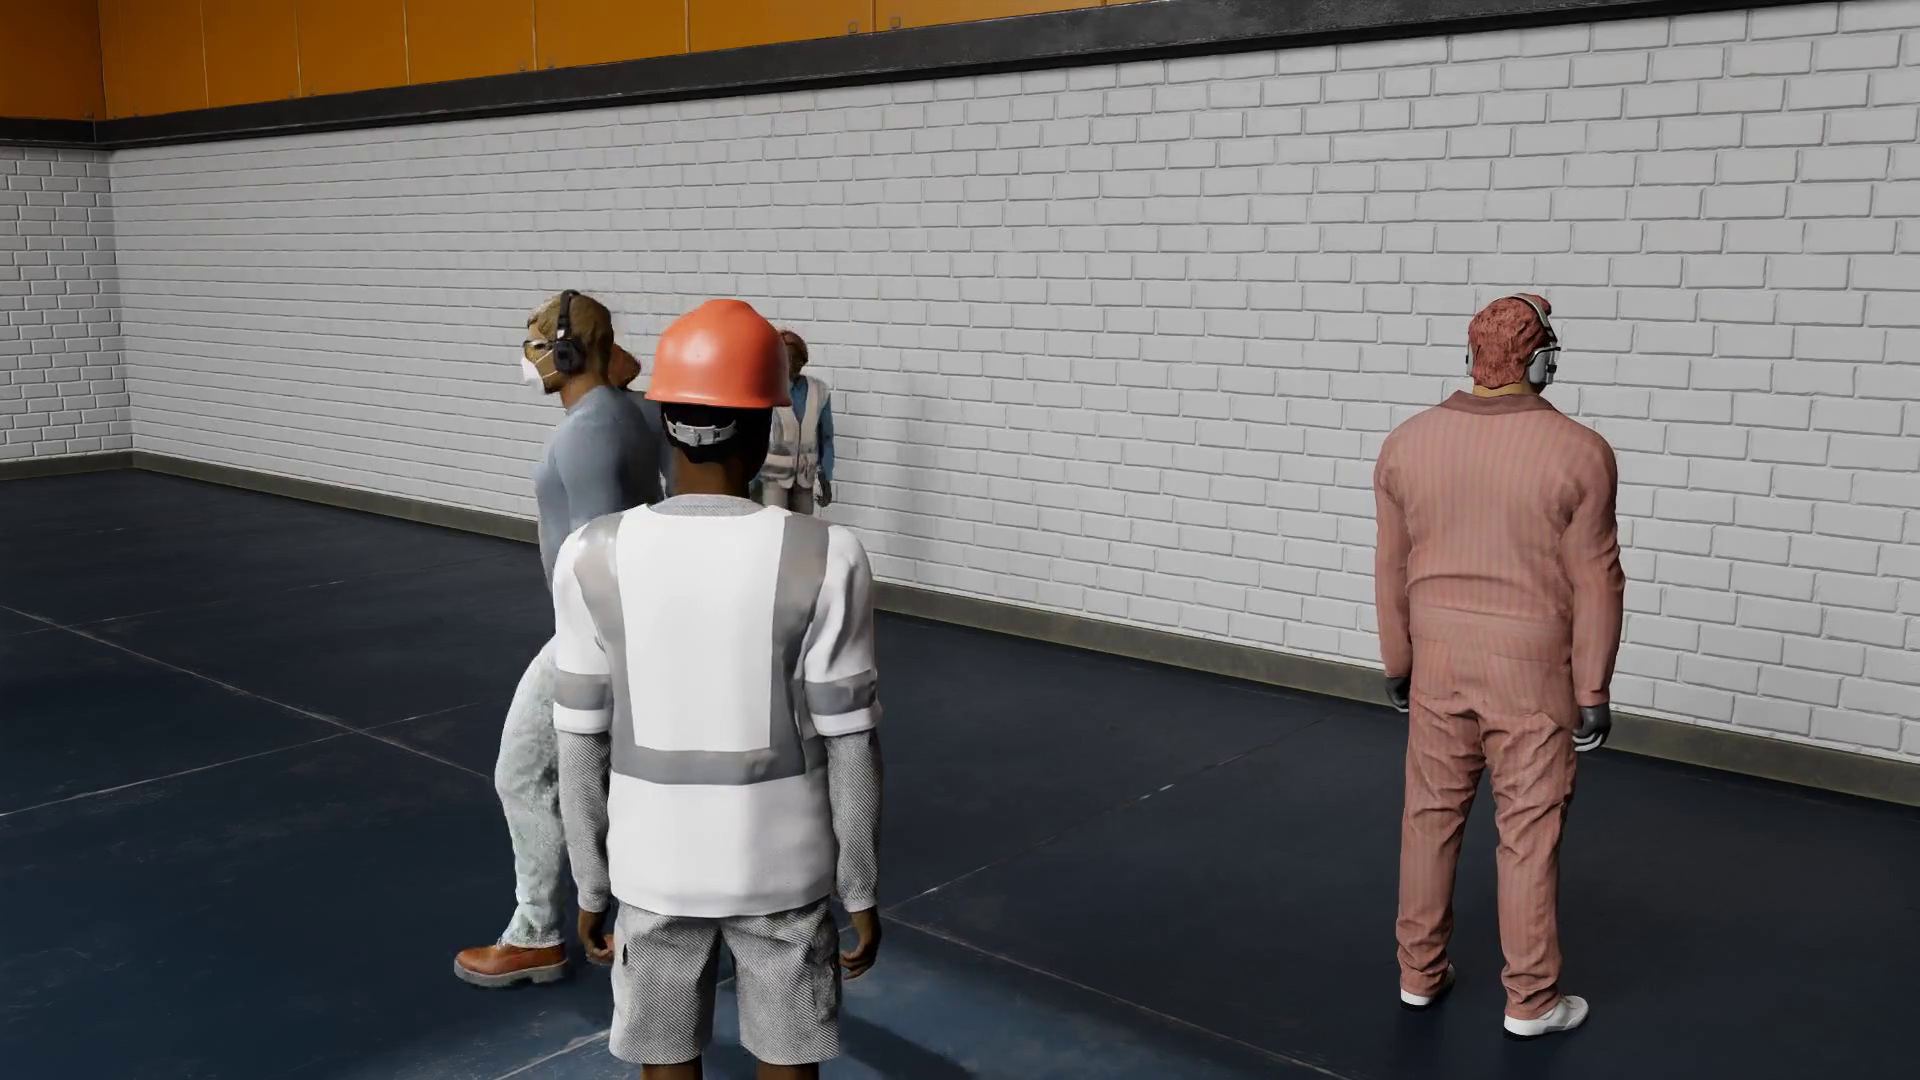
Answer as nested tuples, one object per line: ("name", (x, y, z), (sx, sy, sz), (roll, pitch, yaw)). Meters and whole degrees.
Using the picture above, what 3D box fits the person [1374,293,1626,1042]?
("person", (1.388, 0.328, 4.296), (0.638, 1.909, 0.408), (9, 13, 40))

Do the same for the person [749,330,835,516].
("person", (-0.886, -0.281, 8.636), (0.532, 1.596, 0.659), (-8, 13, -38))

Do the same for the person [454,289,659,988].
("person", (-1.107, 0.281, 4.557), (0.801, 1.906, 0.650), (0, 10, -2))

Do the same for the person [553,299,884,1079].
("person", (-0.403, 0.560, 2.888), (0.551, 1.935, 0.371), (1, 10, 3))

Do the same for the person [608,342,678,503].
("person", (-1.536, -0.107, 7.600), (0.575, 1.621, 0.331), (-5, 11, -26))
